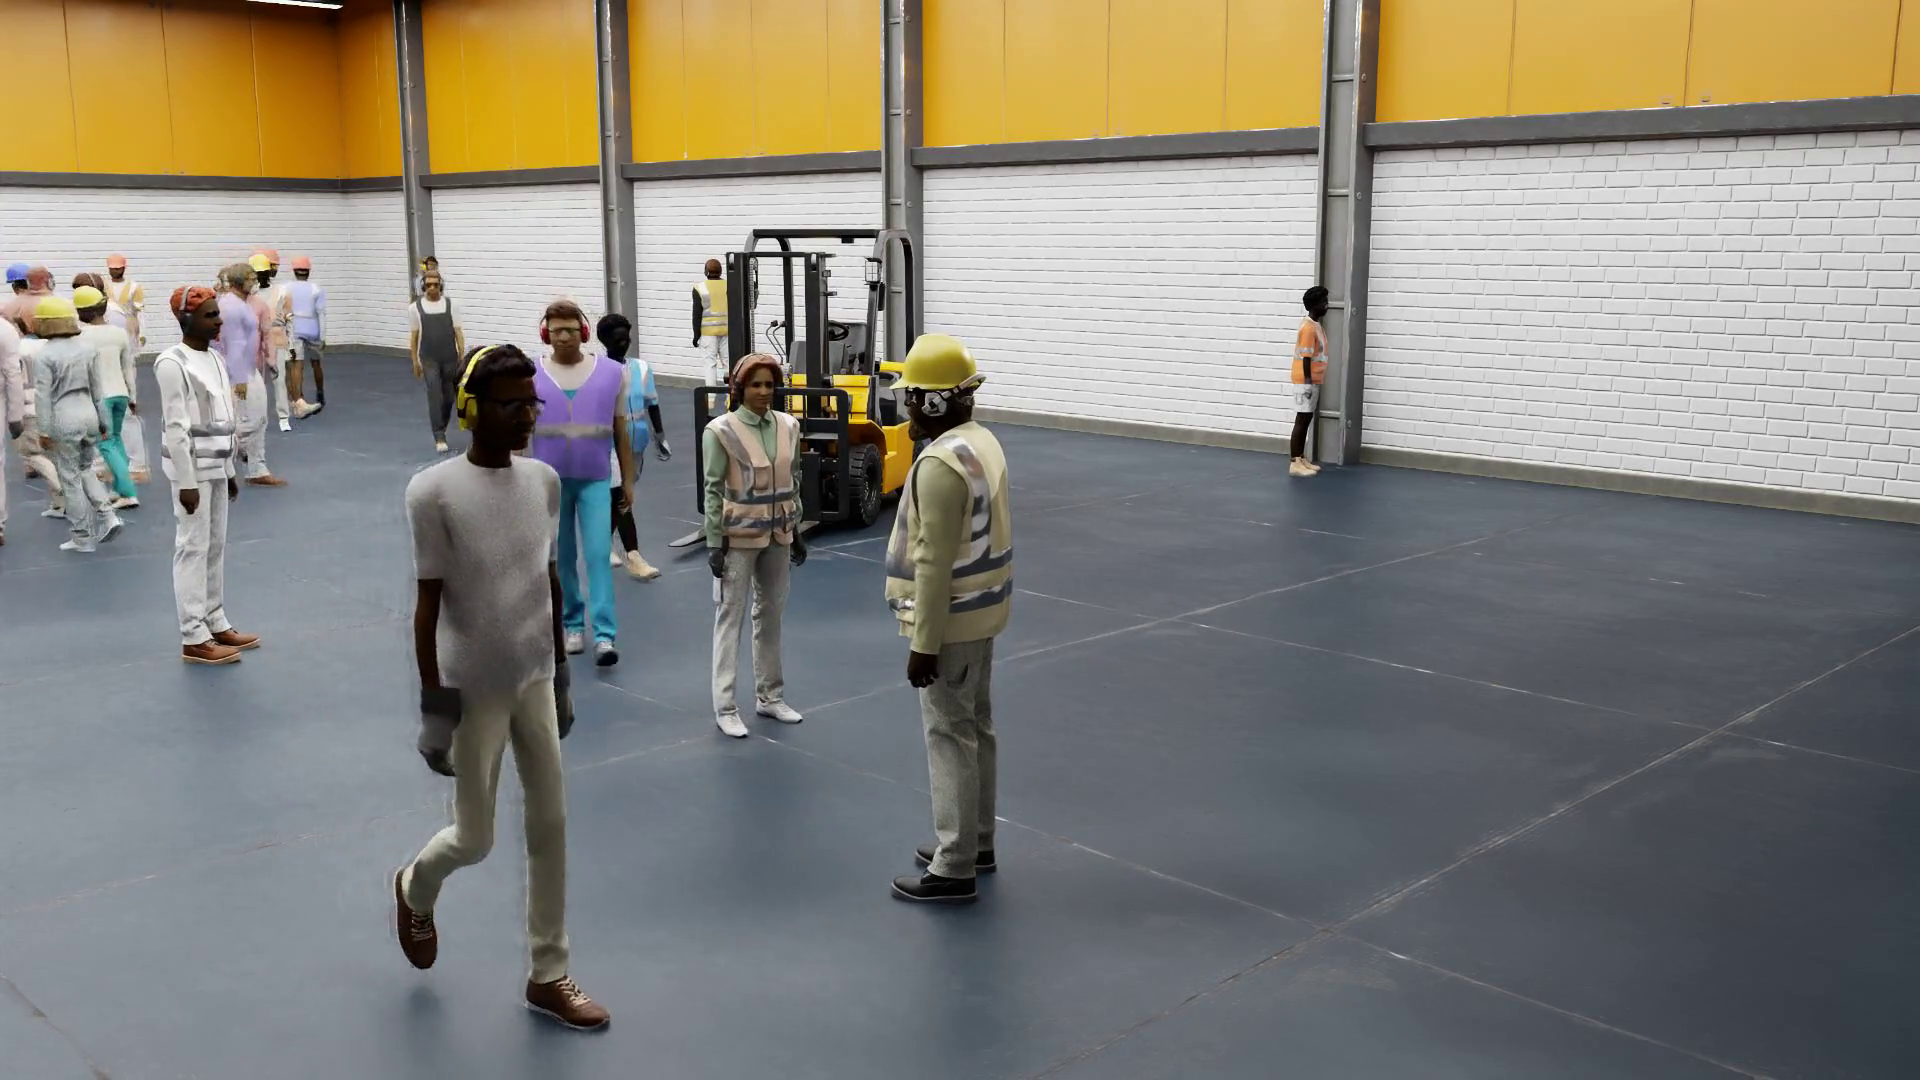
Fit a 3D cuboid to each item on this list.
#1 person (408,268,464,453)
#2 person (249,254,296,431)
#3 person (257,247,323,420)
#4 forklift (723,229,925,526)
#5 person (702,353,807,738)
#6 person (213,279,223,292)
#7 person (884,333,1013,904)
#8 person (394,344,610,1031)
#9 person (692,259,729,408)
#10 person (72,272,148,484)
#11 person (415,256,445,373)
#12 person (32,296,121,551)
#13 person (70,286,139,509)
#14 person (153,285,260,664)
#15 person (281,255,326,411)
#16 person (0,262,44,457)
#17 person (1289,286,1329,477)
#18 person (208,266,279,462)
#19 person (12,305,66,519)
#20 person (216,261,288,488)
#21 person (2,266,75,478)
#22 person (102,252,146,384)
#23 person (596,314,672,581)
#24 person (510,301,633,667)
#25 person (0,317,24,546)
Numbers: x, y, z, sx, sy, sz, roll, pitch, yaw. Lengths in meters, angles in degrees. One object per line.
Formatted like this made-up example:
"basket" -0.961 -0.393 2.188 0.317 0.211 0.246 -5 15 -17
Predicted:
"person" -5.238 -1.811 16.662 0.516 1.818 0.888 -5 12 -25
"person" -7.535 -2.129 18.063 0.595 1.925 0.372 -4 11 -19
"person" -7.908 -2.349 19.098 1.092 1.974 0.622 3 11 17
"forklift" -1.050 -1.319 12.920 1.214 2.155 2.313 2 11 13
"person" -0.879 0.017 7.154 0.311 1.636 0.521 10 14 44
"person" -8.979 -2.417 20.436 0.279 1.633 0.498 -4 11 -21
"person" -0.039 0.252 5.373 0.403 1.825 0.592 3 11 13
"person" -1.288 0.395 4.520 0.711 1.844 0.534 8 13 37
"person" -3.031 -2.551 20.599 0.621 1.845 0.430 -6 12 -30
"person" -7.309 -1.355 14.146 0.664 1.812 0.656 7 13 35
"person" -8.148 -3.457 25.621 0.553 1.823 0.990 -10 14 -42
"person" -6.001 -0.775 11.208 0.363 1.725 0.511 4 11 20
"person" -6.678 -1.098 12.953 0.570 1.738 0.544 3 11 18
"person" -3.802 -0.329 8.371 0.362 1.883 0.575 0 10 -2
"person" -8.058 -2.542 20.428 0.538 1.896 0.956 -4 11 -19
"person" -8.595 -1.624 15.436 1.010 1.892 0.621 7 13 35
"person" 3.108 -1.411 14.803 0.320 1.691 0.529 3 11 18
"person" -6.866 -1.683 15.876 0.637 1.842 1.046 -8 13 -38
"person" -6.773 -0.934 12.379 0.512 1.617 0.543 4 11 23
"person" -6.070 -1.362 13.904 0.633 1.920 0.637 -2 11 -10
"person" -8.153 -1.514 14.902 0.636 1.849 0.970 -1 10 -5
"person" -10.325 -2.567 20.462 0.580 1.919 0.528 -3 11 -18
"person" -2.126 -0.595 10.454 0.862 1.648 0.537 9 14 41
"person" -1.920 -0.264 8.216 0.600 1.800 0.917 -3 11 -13
"person" -6.759 -0.894 11.418 0.664 1.889 0.662 -1 10 -5
